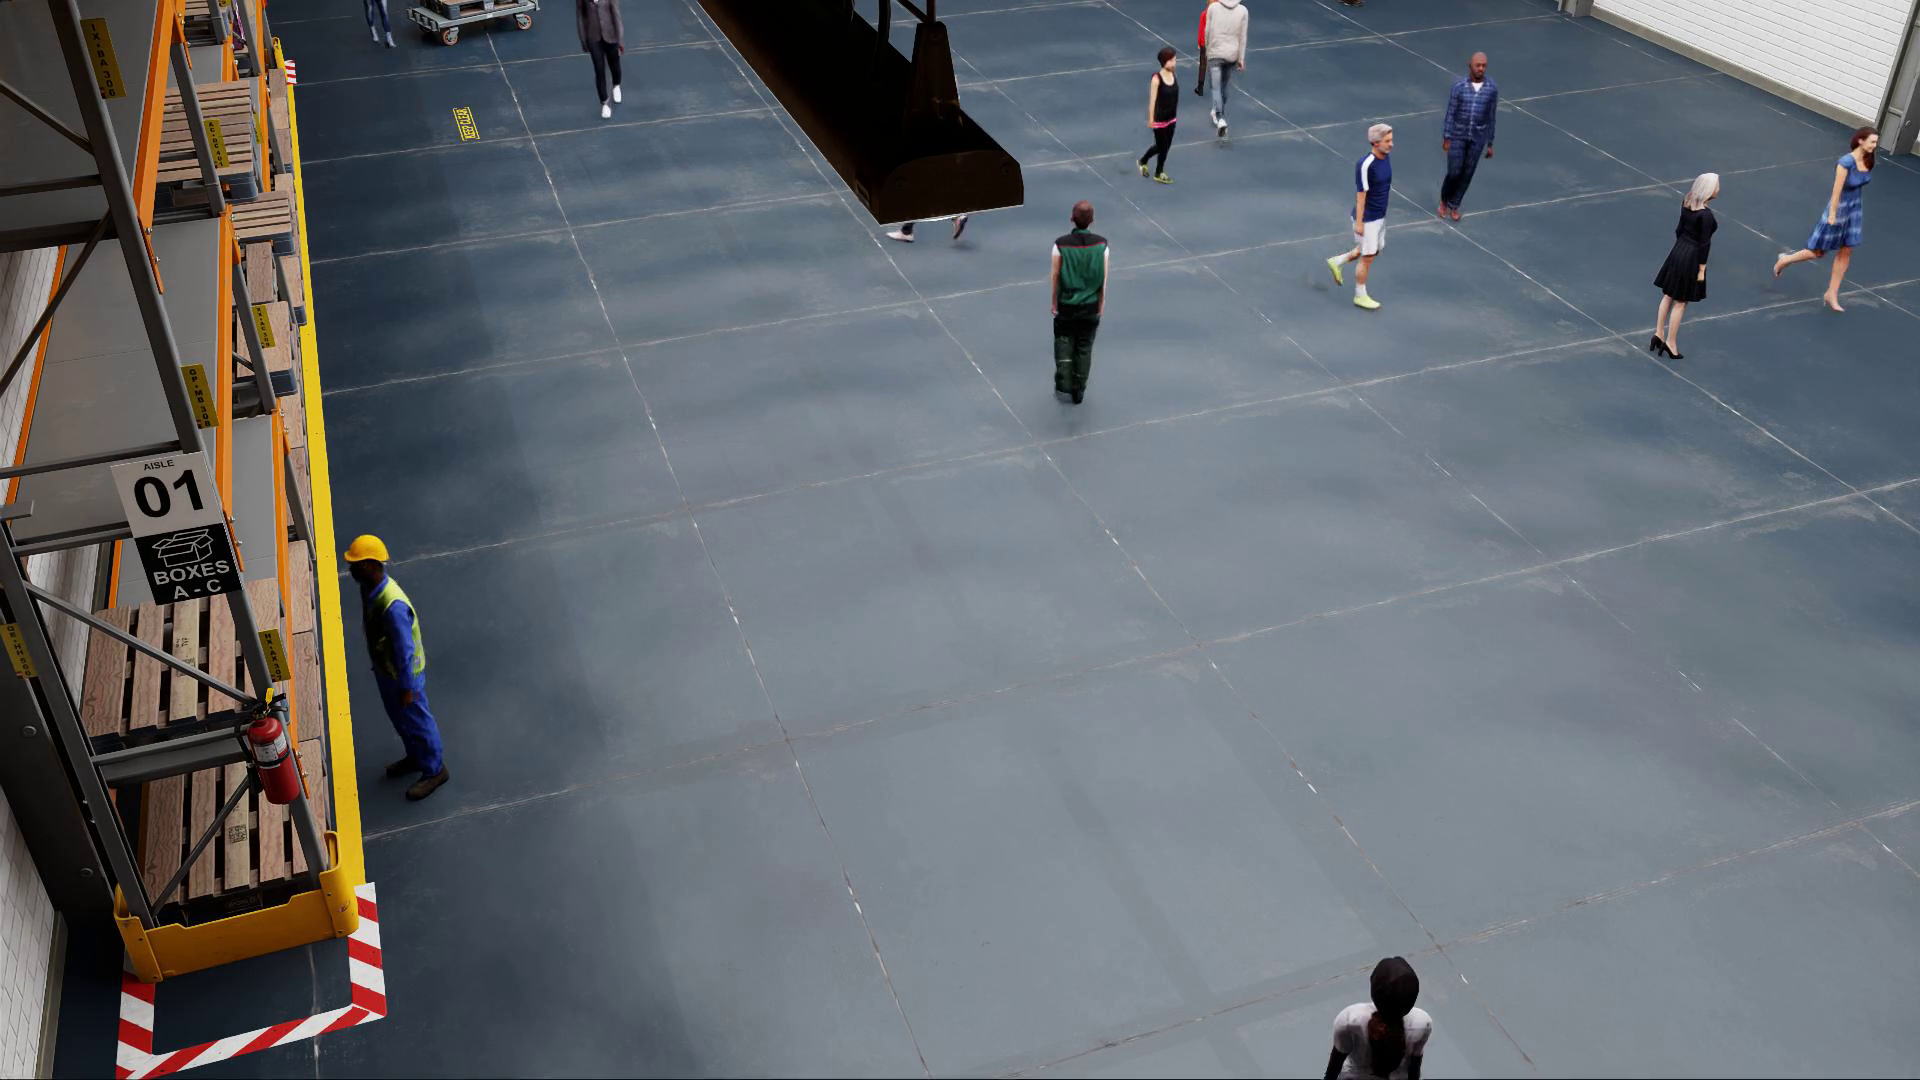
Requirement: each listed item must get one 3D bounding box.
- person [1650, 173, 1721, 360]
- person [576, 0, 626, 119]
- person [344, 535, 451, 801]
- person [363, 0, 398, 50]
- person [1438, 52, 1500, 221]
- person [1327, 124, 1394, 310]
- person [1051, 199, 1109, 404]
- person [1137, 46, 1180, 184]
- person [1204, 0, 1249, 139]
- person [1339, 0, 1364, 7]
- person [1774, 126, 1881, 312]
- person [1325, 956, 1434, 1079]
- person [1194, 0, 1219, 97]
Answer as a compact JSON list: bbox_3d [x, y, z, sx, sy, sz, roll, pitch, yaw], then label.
[{"bbox_3d":[6.579,-2.487,15.036,0.698,1.746,0.549,-6,34,-9],"label":"person"},{"bbox_3d":[-4.414,-6.213,20.600,0.816,1.792,1.128,-6,34,-9],"label":"person"},{"bbox_3d":[-3.416,0.762,10.090,0.650,1.810,0.808,28,43,35],"label":"person"},{"bbox_3d":[-8.109,-7.583,22.856,0.783,1.576,1.060,-19,38,-27],"label":"person"},{"bbox_3d":[5.392,-4.323,17.744,0.754,1.806,0.766,0,34,1],"label":"person"},{"bbox_3d":[3.852,-3.118,15.915,1.038,1.824,0.895,26,41,33],"label":"person"},{"bbox_3d":[1.015,-2.004,14.229,0.732,1.835,0.755,1,34,1],"label":"person"},{"bbox_3d":[2.228,-4.778,18.665,0.752,1.544,0.677,27,42,34],"label":"person"},{"bbox_3d":[3.141,-5.713,19.835,0.884,1.806,1.337,-2,34,-3],"label":"person"},{"bbox_3d":[5.840,-8.834,24.561,0.494,1.772,0.717,28,42,35],"label":"person"},{"bbox_3d":[8.329,-3.077,15.888,0.752,1.785,1.046,-18,37,-24],"label":"person"},{"bbox_3d":[1.853,2.571,7.468,0.782,1.699,1.040,0,34,-1],"label":"person"},{"bbox_3d":[3.207,-6.338,21.250,0.542,1.280,0.560,0,34,-1],"label":"person"}]
